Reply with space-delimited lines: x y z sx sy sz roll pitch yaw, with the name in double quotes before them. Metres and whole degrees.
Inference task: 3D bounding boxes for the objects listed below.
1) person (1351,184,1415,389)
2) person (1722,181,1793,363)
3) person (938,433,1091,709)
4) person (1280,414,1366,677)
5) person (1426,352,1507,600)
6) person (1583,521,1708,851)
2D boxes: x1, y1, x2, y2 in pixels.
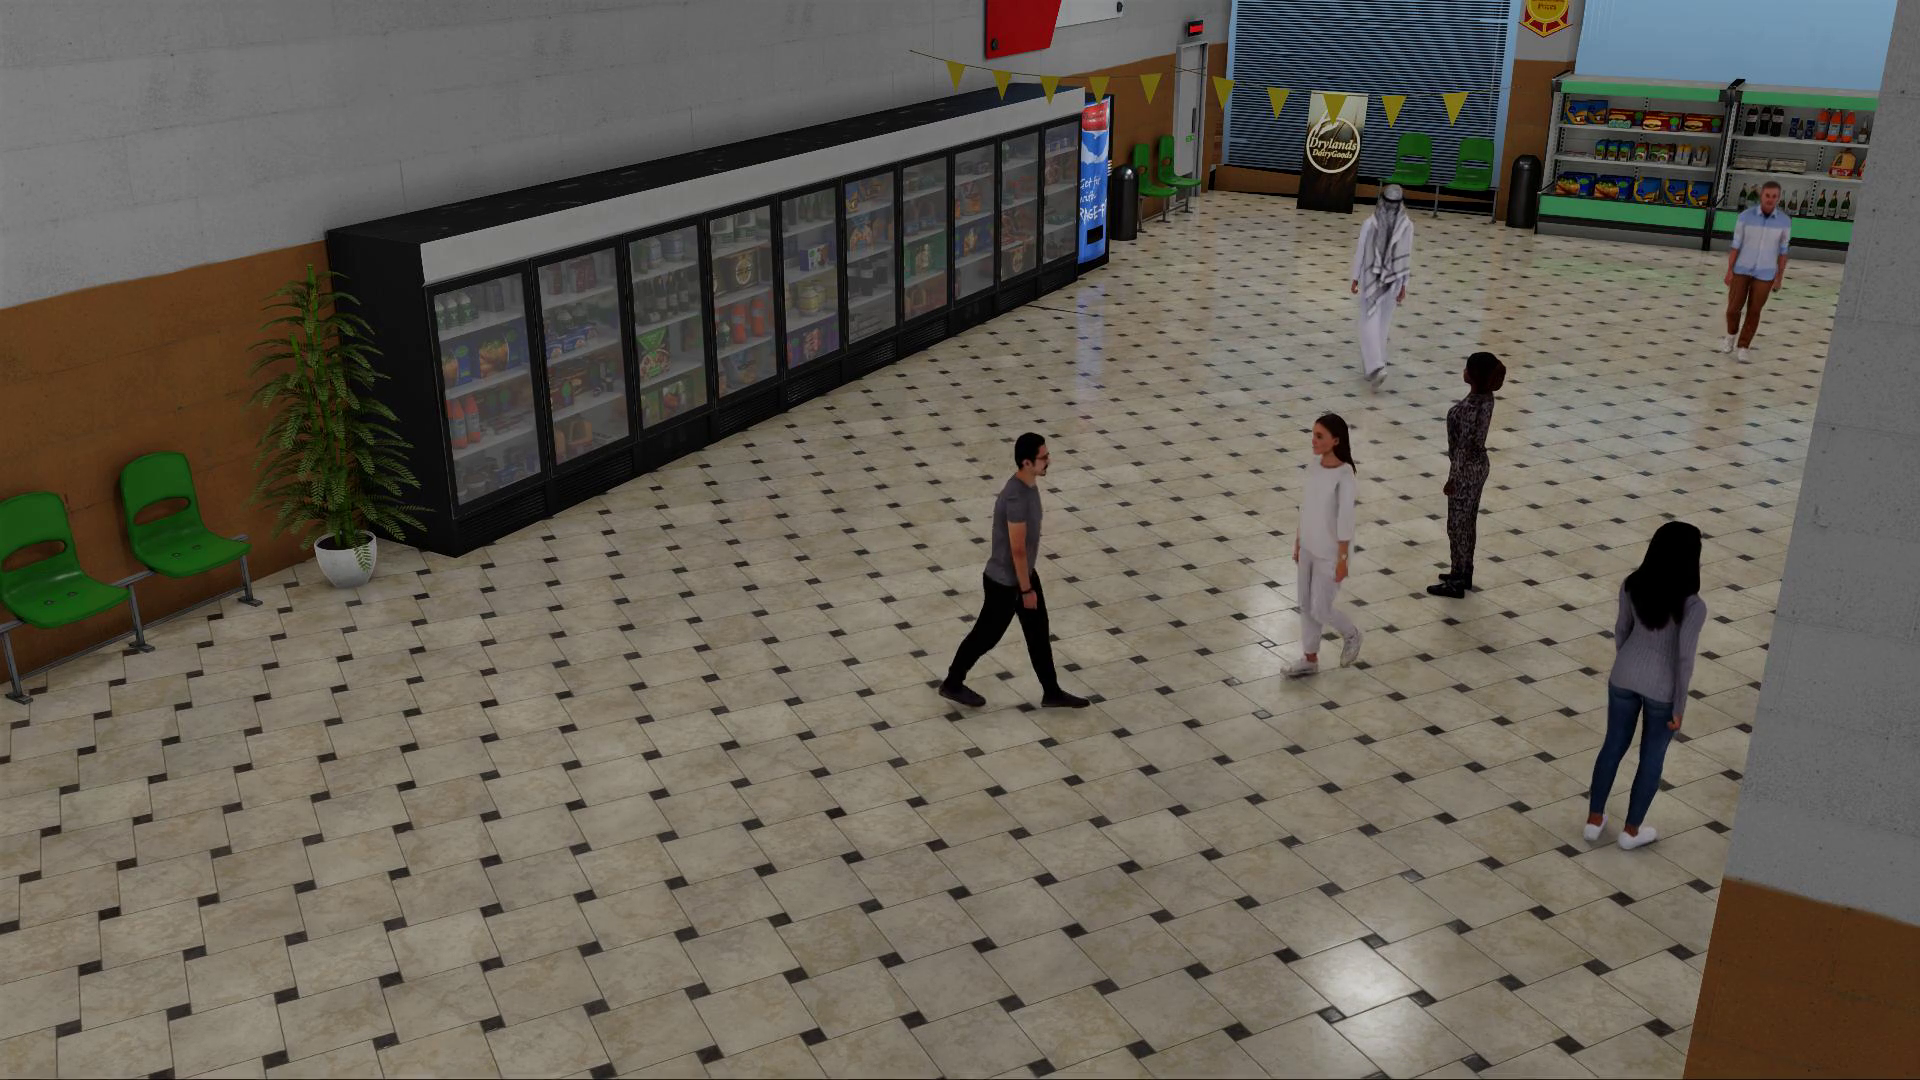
"person" 4.013 -2.395 15.831 1.234 1.898 1.143 -1 22 -2
"person" 7.984 -2.716 16.744 0.689 1.813 0.814 8 23 19
"person" 0.212 0.224 9.565 1.186 1.710 0.817 4 22 11
"person" 2.259 0.049 10.043 0.875 1.678 0.836 -11 24 -25
"person" 3.422 -0.443 11.220 0.579 1.714 0.585 14 26 32
"person" 3.396 0.741 8.259 0.775 1.724 0.668 -17 28 -36
